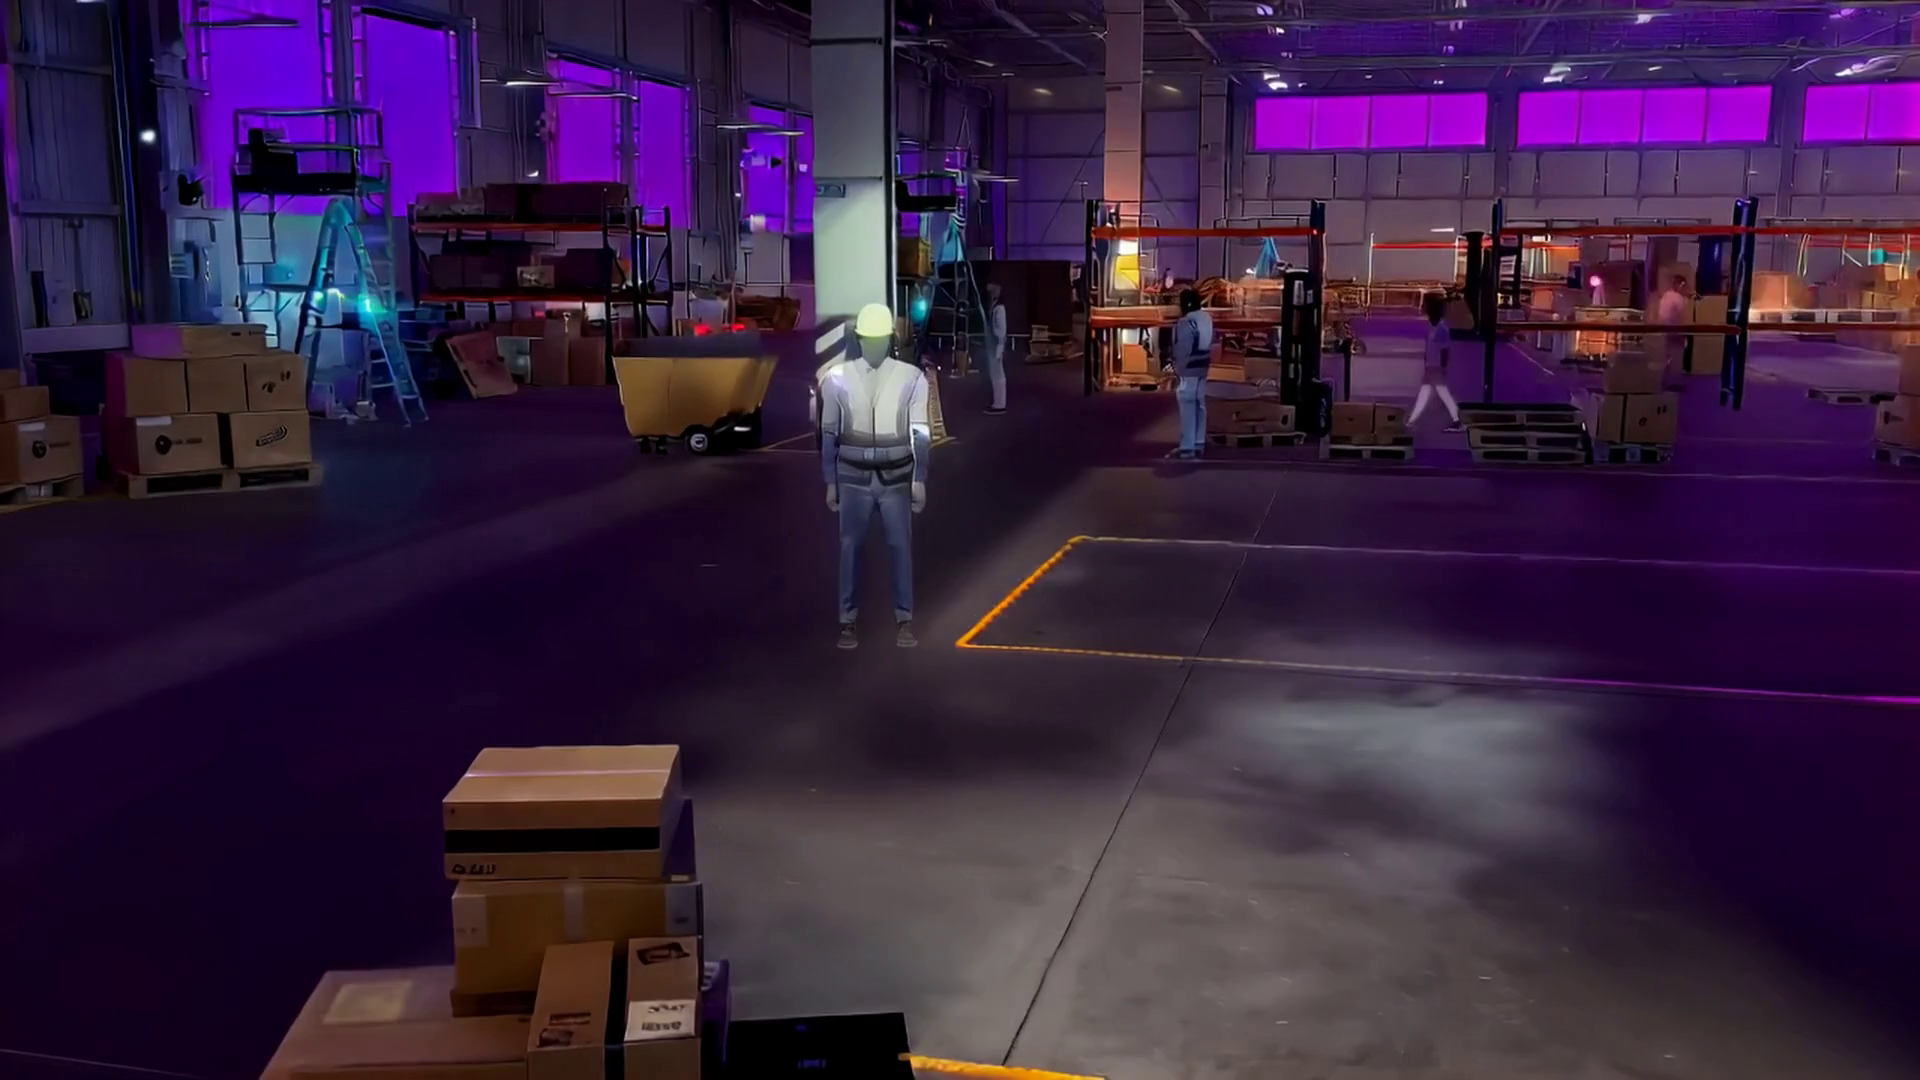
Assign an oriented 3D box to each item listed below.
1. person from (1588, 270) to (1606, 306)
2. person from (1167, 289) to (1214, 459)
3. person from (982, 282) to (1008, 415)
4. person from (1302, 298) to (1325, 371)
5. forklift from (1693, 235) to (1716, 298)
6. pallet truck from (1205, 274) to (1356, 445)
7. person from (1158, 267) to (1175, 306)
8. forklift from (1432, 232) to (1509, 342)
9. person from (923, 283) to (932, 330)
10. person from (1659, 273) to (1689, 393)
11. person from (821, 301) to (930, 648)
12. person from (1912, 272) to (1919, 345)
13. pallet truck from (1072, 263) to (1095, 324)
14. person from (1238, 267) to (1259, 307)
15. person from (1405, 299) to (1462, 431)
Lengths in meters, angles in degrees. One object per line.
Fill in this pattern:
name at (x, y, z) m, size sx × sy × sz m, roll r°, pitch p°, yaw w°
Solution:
person at (13.090, -4.595, 34.287) m, size 0.407 × 1.913 × 0.570 m, roll 3°, pitch 10°, yaw 18°
person at (2.484, -1.795, 18.032) m, size 0.429 × 1.844 × 0.623 m, roll 7°, pitch 12°, yaw 36°
person at (0.494, -2.655, 23.082) m, size 0.327 × 1.842 × 0.517 m, roll -1°, pitch 10°, yaw -8°
person at (6.814, -4.119, 32.021) m, size 0.485 × 1.737 × 0.320 m, roll -3°, pitch 10°, yaw -19°
forklift at (21.841, -7.544, 48.823) m, size 1.873 × 2.768 × 1.129 m, roll 2°, pitch 10°, yaw 14°
pallet truck at (3.653, -2.138, 19.590) m, size 1.885 × 1.965 × 0.823 m, roll -4°, pitch 10°, yaw -20°
person at (7.008, -8.379, 56.705) m, size 0.607 × 1.866 × 0.499 m, roll -6°, pitch 11°, yaw -30°
forklift at (13.184, -6.527, 42.836) m, size 1.873 × 2.768 × 1.129 m, roll 2°, pitch 10°, yaw 14°
person at (-0.874, -7.327, 50.354) m, size 0.544 × 1.929 × 0.387 m, roll -7°, pitch 12°, yaw -37°
person at (11.523, -3.339, 26.860) m, size 0.606 × 1.927 × 0.650 m, roll 9°, pitch 13°, yaw 41°
person at (-0.469, -0.351, 9.256) m, size 0.603 × 1.938 × 0.425 m, roll 0°, pitch 10°, yaw -2°
person at (18.168, -4.107, 31.430) m, size 0.395 × 1.913 × 0.590 m, roll 3°, pitch 10°, yaw 18°
pallet truck at (4.325, -8.180, 55.162) m, size 0.823 × 1.965 × 1.885 m, roll 6°, pitch 11°, yaw 31°
person at (8.795, -7.377, 50.782) m, size 0.640 × 1.892 × 1.030 m, roll -1°, pitch 10°, yaw -6°
person at (5.904, -2.173, 20.785) m, size 0.891 × 1.644 × 0.548 m, roll 1°, pitch 10°, yaw 5°
